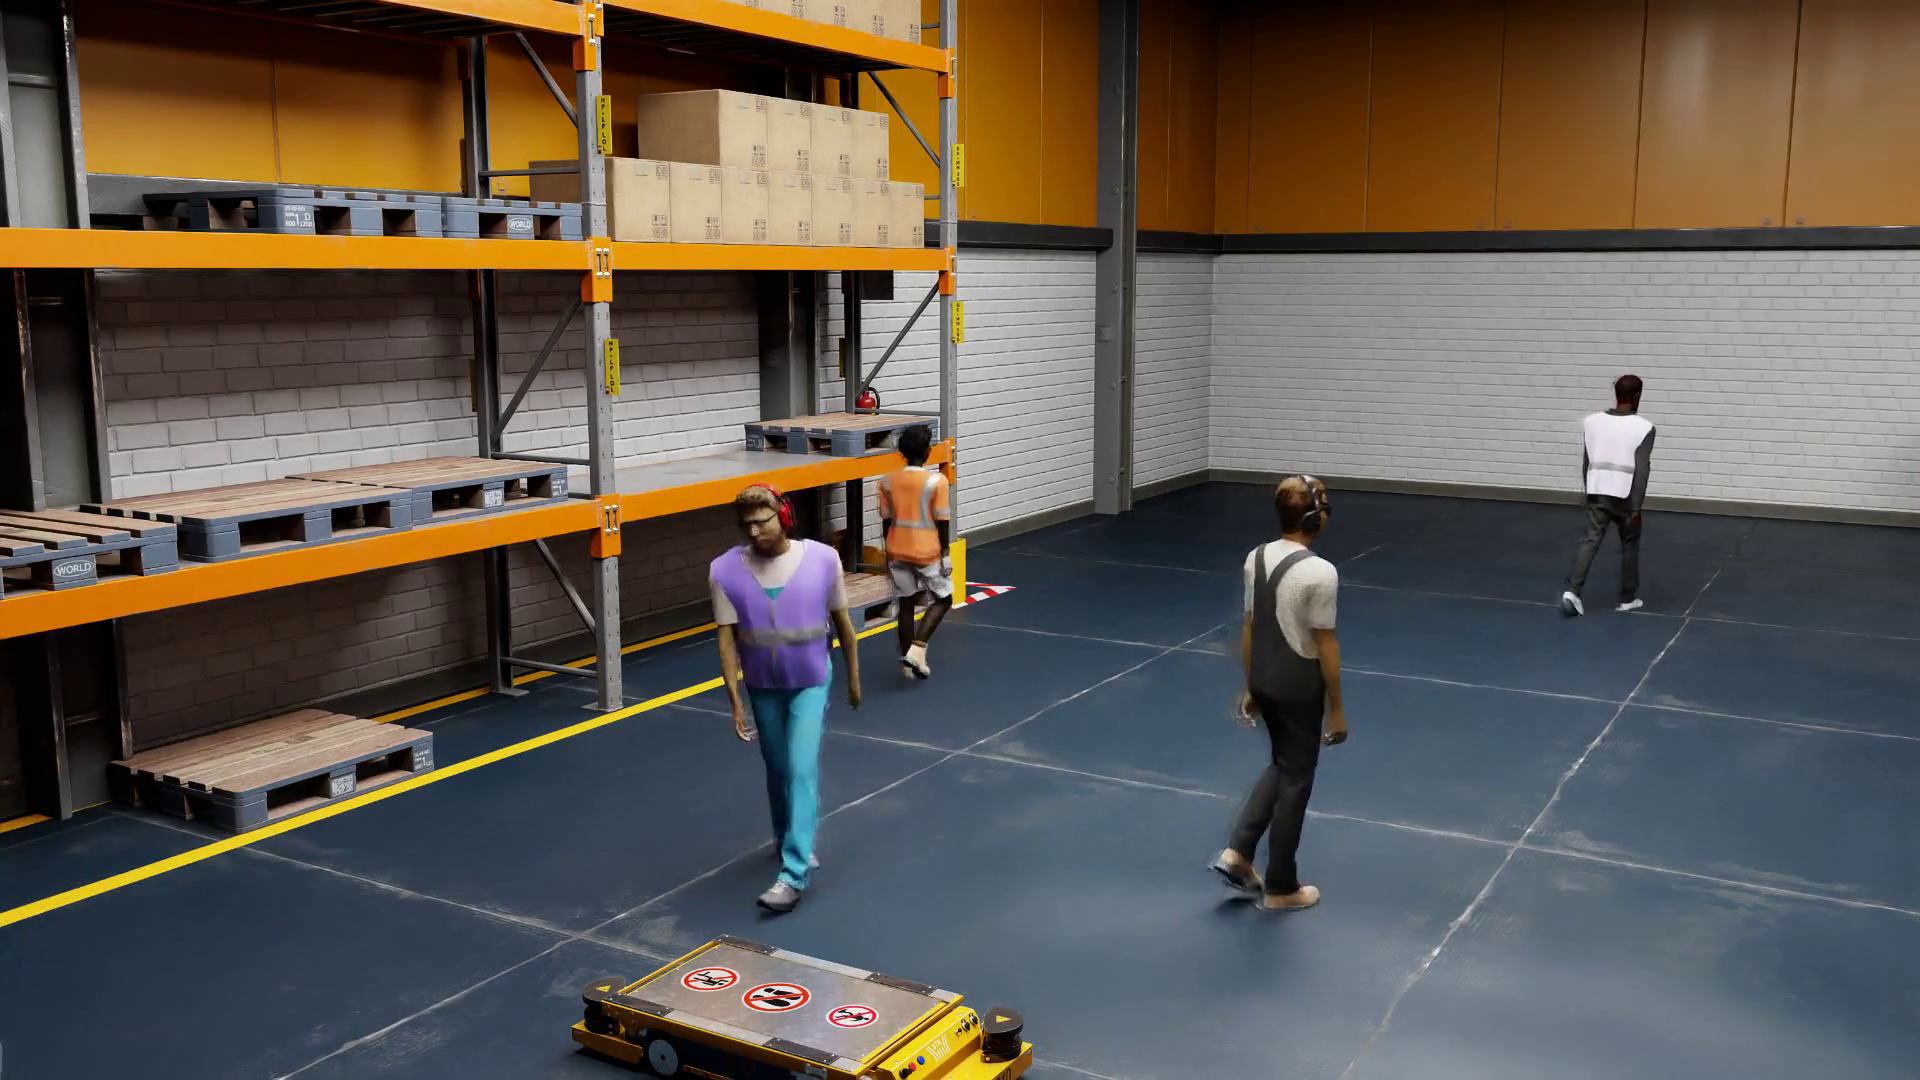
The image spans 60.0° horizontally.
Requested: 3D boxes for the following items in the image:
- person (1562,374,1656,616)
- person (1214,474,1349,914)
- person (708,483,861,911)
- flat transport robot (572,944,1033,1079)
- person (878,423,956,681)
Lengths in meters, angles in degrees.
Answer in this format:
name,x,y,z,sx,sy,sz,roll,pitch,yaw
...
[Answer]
name,x,y,z,sx,sy,sz,roll,pitch,yaw
person,5.040,-0.344,12.897,0.927,1.881,0.594,-9,13,-44
person,1.368,0.642,6.844,0.406,1.835,0.501,-5,10,-26
person,-0.743,0.631,7.110,0.596,1.795,0.862,0,9,3
flat transport robot,-0.539,1.630,5.552,1.431,0.197,0.652,5,11,30
person,-0.279,0.090,10.728,0.550,1.686,0.371,6,11,31
